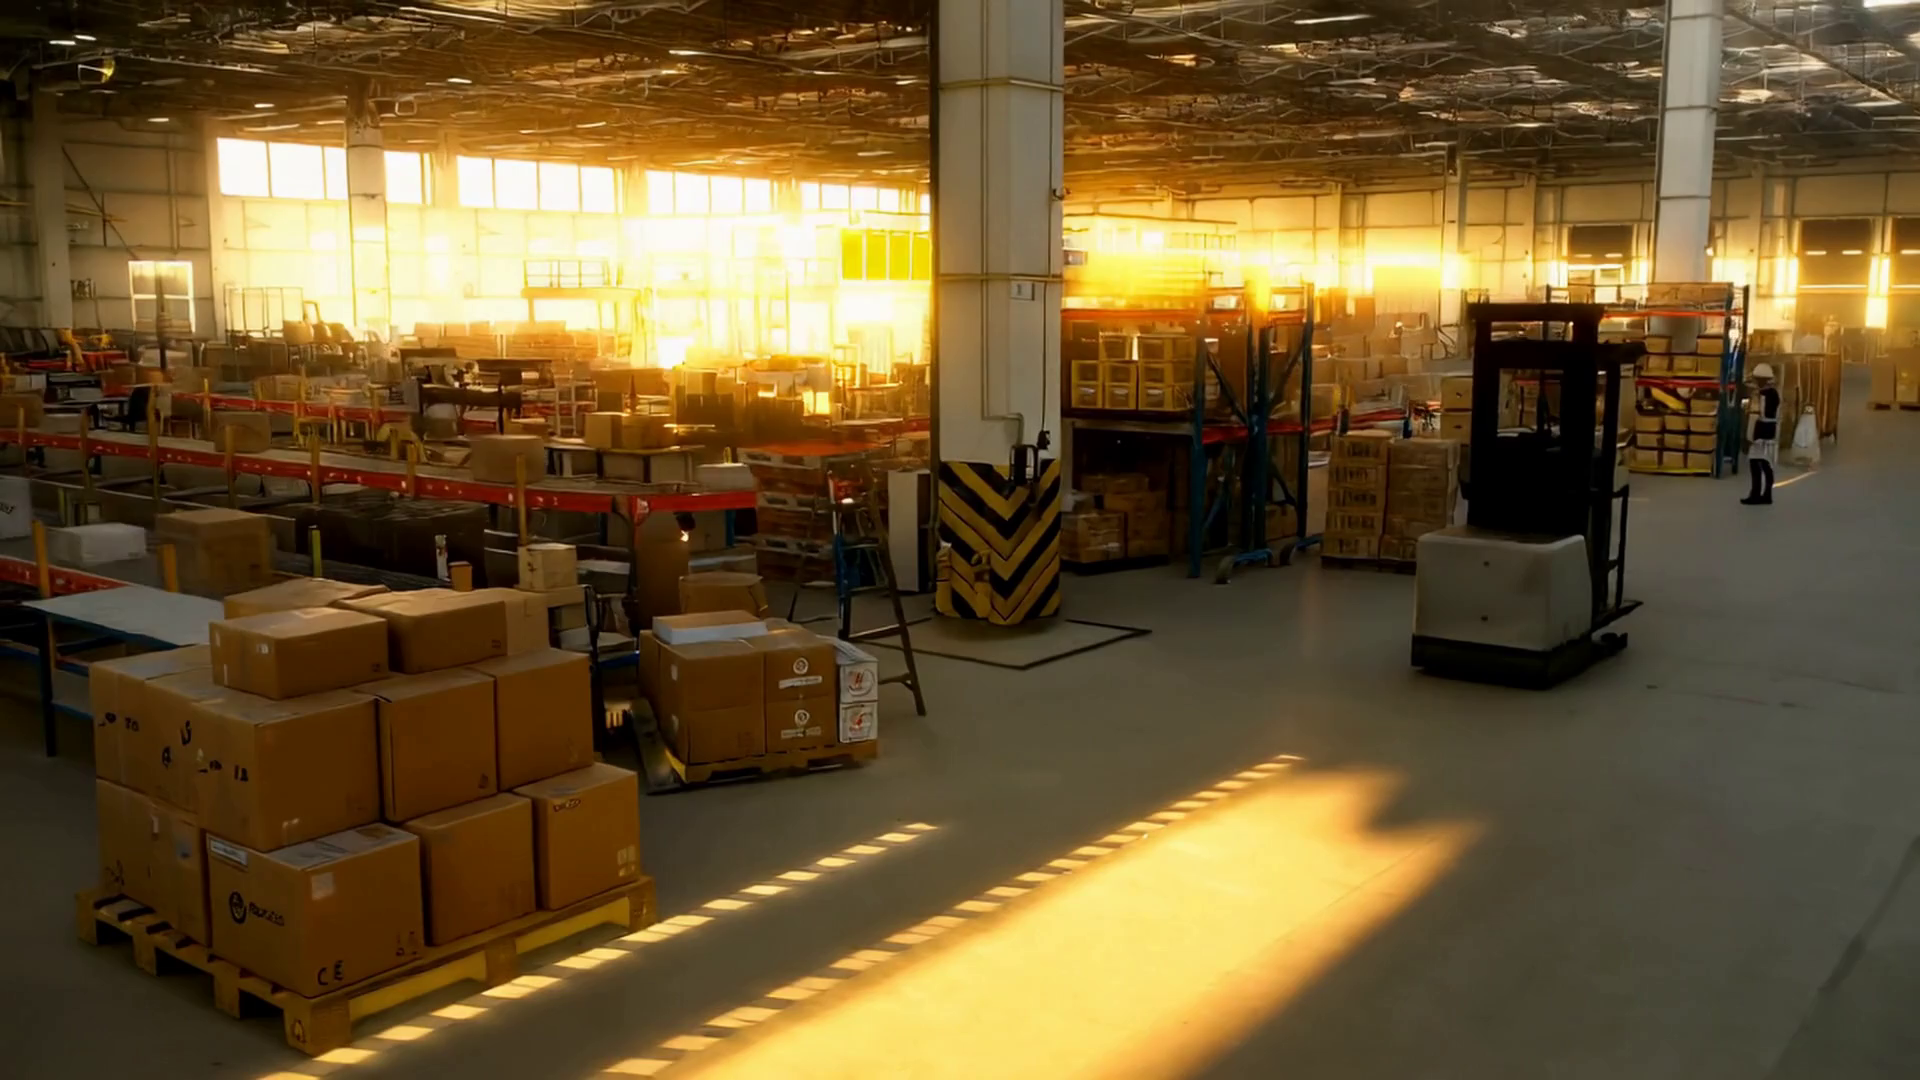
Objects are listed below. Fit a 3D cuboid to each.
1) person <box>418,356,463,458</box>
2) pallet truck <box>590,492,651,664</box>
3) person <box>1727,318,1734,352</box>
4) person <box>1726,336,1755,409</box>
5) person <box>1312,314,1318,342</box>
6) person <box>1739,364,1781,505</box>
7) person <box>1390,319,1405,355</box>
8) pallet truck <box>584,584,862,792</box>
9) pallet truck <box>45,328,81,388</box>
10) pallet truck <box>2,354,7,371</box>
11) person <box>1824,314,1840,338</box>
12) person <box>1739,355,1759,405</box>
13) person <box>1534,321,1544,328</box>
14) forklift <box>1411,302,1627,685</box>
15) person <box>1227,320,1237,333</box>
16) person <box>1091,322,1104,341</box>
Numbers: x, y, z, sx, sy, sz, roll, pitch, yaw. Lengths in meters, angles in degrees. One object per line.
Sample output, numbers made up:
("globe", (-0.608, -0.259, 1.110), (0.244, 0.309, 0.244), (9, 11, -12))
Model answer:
("person", (-8.431, -2.066, 27.206), (0.866, 1.883, 0.645), (2, 9, 12))
("pallet truck", (-3.115, 0.344, 12.883), (0.653, 1.274, 1.630), (7, 11, 37))
("person", (33.806, -8.857, 73.195), (0.517, 1.821, 0.997), (-4, 9, -24))
("person", (19.657, -4.231, 41.883), (0.555, 1.846, 0.628), (-7, 11, -40))
("person", (18.473, -10.936, 87.165), (0.630, 1.842, 0.435), (2, 9, 12))
("person", (10.956, -1.435, 22.788), (0.539, 1.929, 0.384), (-5, 10, -29))
("person", (16.672, -7.470, 63.451), (0.542, 1.928, 0.375), (2, 9, 12))
("pallet truck", (-1.426, 0.805, 10.019), (1.601, 1.201, 0.680), (-4, 9, -26))
("pallet truck", (-23.775, -4.544, 43.495), (1.885, 1.965, 0.823), (6, 10, 35))
("pallet truck", (-24.881, -4.417, 42.634), (1.885, 1.965, 0.823), (8, 11, 41))
("person", (37.683, -8.759, 71.916), (0.609, 1.995, 0.378), (5, 10, 31))
("person", (16.836, -3.173, 35.487), (0.518, 1.618, 0.545), (0, 8, -3))
("person", (27.079, -9.593, 77.859), (0.657, 1.893, 0.994), (-5, 10, -32))
("forklift", (4.379, -0.438, 12.852), (1.129, 2.768, 1.873), (7, 11, 37))
("person", (11.014, -7.946, 66.996), (0.731, 1.821, 0.547), (-8, 11, -43))
("person", (5.305, -7.476, 63.744), (0.585, 1.861, 0.818), (4, 9, 25))
